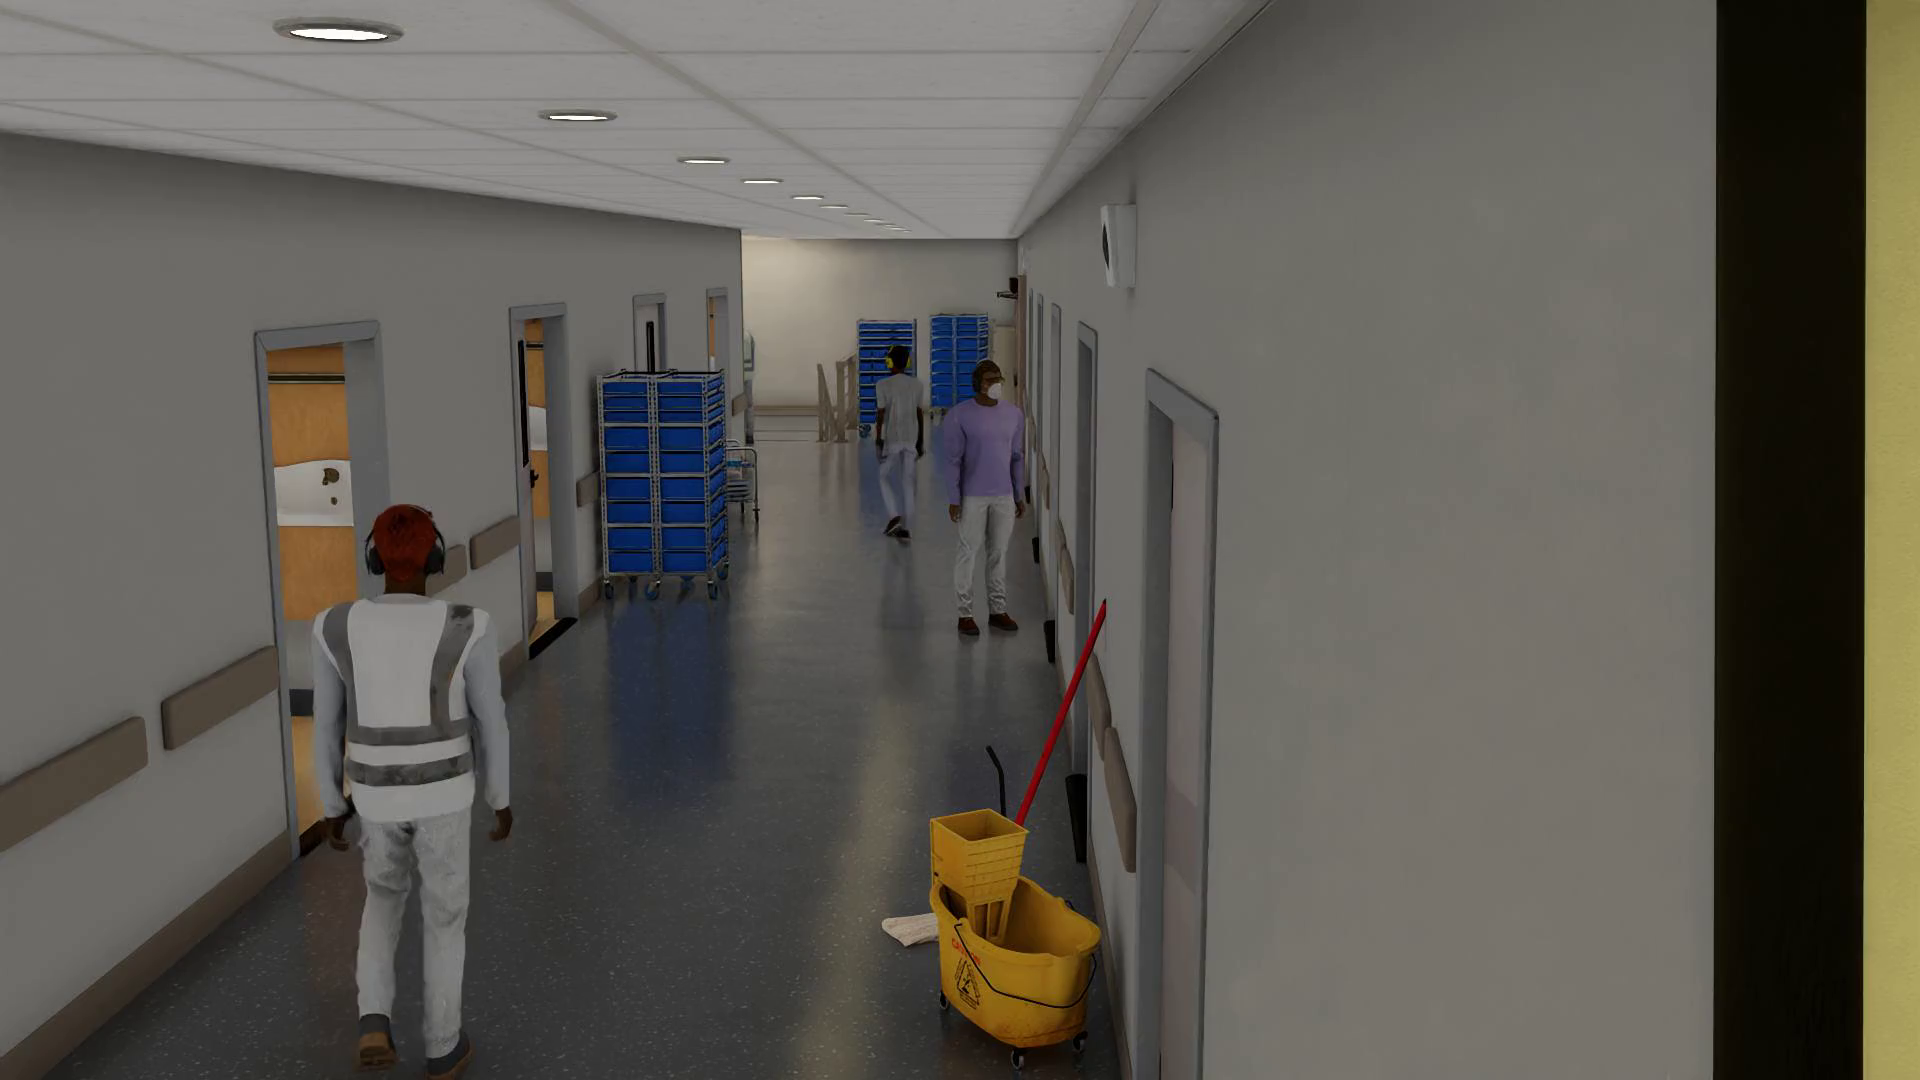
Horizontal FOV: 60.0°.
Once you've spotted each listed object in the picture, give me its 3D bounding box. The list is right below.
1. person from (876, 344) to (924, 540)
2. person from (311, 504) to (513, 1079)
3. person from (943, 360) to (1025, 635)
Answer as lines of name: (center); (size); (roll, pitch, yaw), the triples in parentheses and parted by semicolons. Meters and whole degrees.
person: (-0.566, -0.926, 15.761); (0.534, 1.853, 0.392); (-4, 10, -20)
person: (-1.726, 0.816, 5.292); (0.585, 1.870, 0.427); (0, 9, 0)
person: (0.185, -0.303, 11.789); (0.630, 1.940, 0.371); (-5, 11, -28)
